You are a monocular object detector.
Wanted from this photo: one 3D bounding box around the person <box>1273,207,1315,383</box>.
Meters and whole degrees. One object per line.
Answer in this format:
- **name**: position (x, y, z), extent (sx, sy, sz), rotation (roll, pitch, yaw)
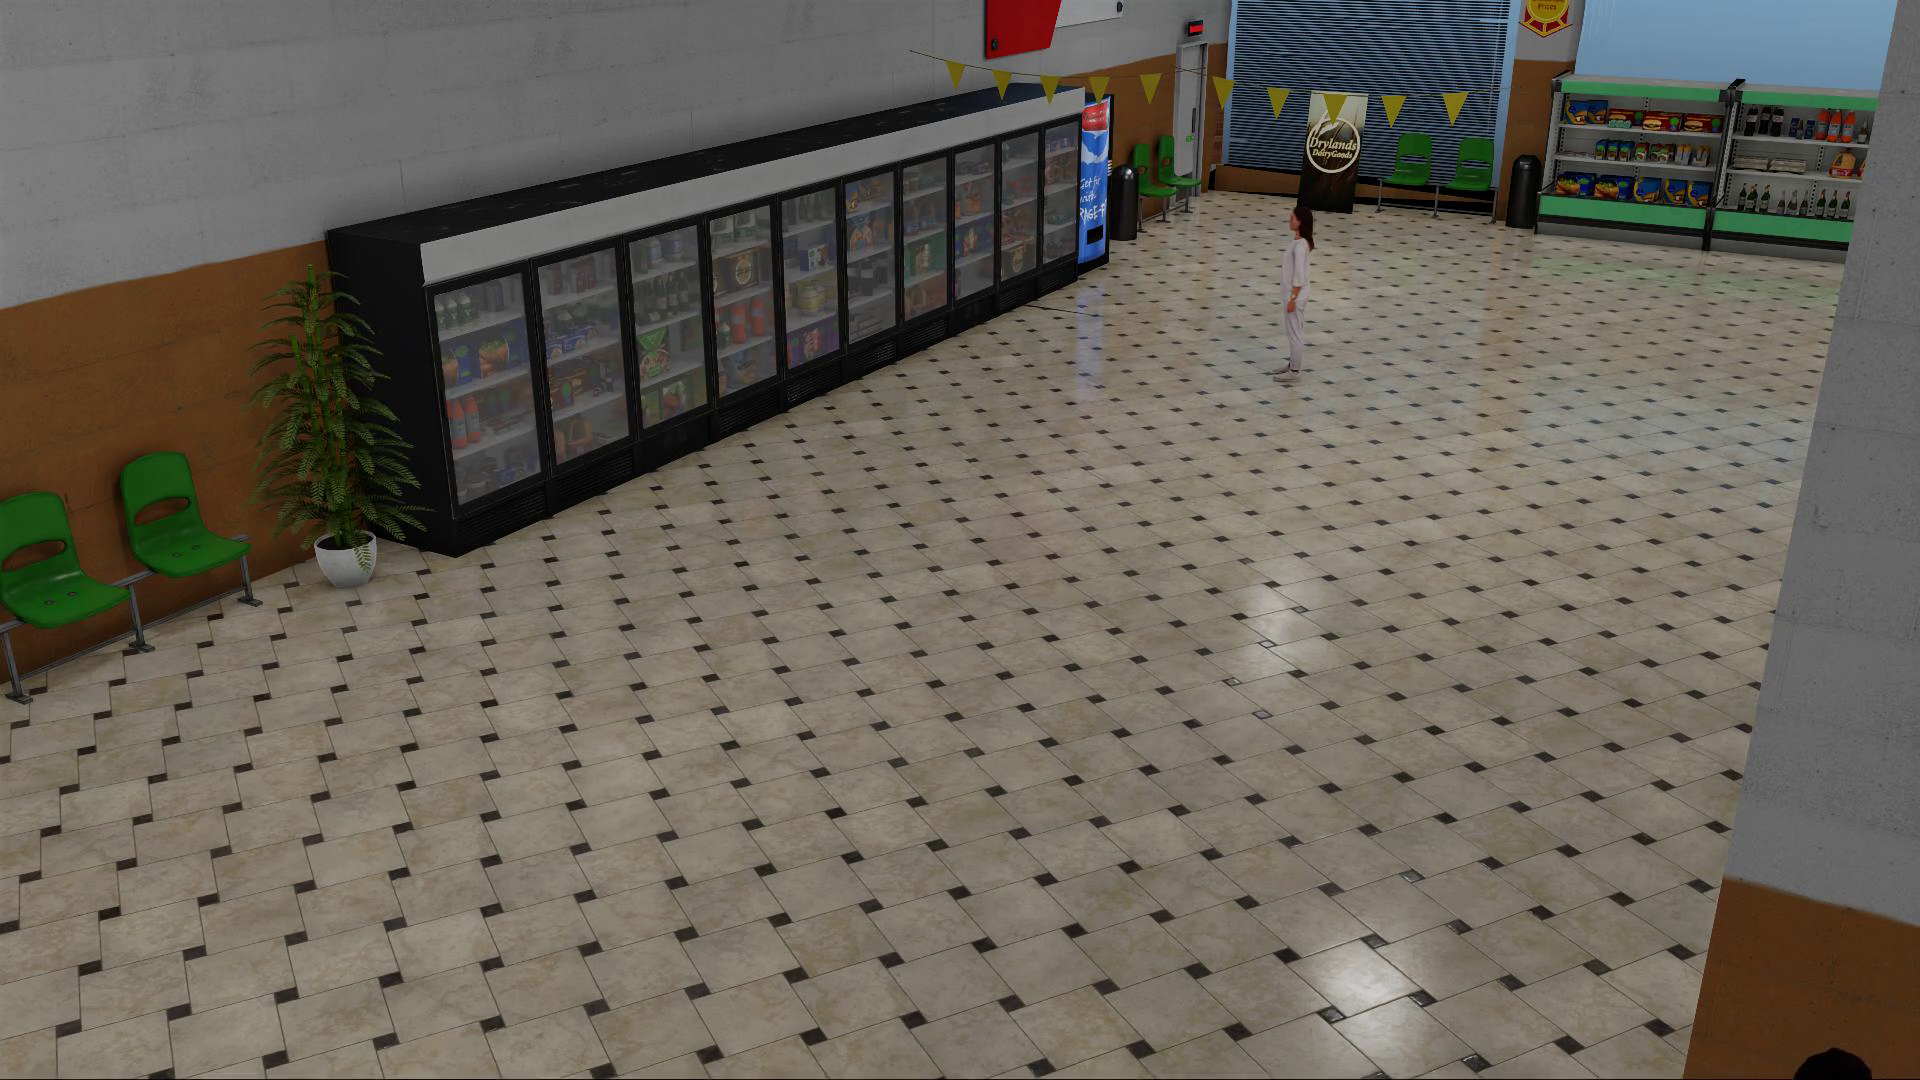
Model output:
- **person**: position (3.245, -2.376, 16.065), extent (0.639, 1.689, 0.668), rotation (4, 22, 11)
